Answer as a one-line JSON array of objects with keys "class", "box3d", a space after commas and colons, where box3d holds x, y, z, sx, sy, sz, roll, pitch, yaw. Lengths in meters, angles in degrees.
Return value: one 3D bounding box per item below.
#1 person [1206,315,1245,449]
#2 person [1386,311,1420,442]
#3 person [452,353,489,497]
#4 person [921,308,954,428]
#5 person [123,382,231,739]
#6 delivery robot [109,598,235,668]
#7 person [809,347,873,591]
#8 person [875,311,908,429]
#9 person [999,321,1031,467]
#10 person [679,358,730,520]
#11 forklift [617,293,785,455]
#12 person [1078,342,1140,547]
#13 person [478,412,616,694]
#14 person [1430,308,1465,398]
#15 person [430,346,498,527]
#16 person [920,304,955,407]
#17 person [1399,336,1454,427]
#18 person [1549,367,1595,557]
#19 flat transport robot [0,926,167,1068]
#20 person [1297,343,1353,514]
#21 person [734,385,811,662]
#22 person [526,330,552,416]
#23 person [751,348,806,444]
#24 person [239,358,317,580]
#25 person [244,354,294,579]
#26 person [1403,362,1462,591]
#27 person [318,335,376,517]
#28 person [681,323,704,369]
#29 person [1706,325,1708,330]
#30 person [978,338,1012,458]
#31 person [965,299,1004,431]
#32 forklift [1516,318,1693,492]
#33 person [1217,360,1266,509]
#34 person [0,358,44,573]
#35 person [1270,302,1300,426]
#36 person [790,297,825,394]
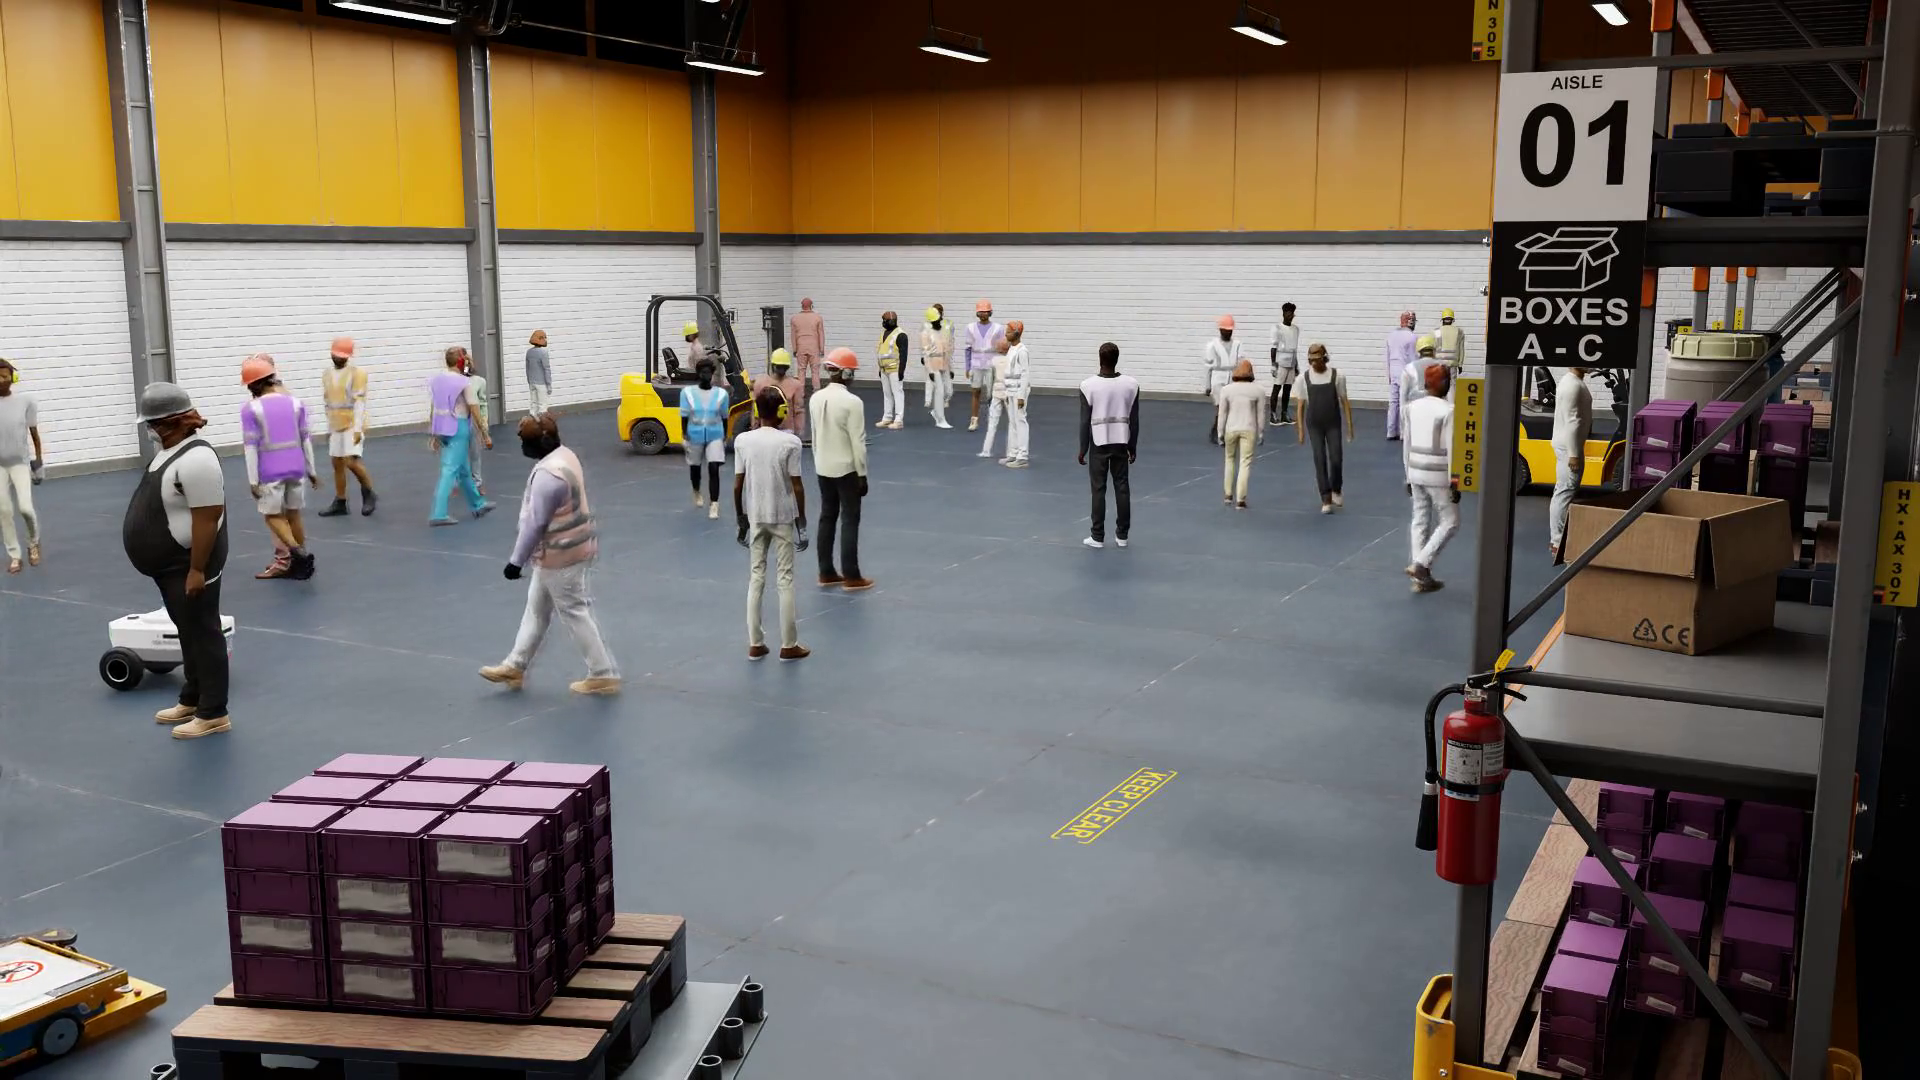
[{"class": "person", "box3d": [3.720, -2.250, 23.563, 0.545, 1.889, 0.999, -3, 10, -18]}, {"class": "person", "box3d": [6.485, -2.376, 24.219, 0.401, 1.906, 0.651, -4, 11, -22]}, {"class": "person", "box3d": [-5.591, -1.307, 18.820, 0.507, 1.631, 0.268, -5, 11, -27]}, {"class": "person", "box3d": [-0.317, -2.691, 26.105, 0.612, 1.887, 0.477, -9, 14, -43]}, {"class": "person", "box3d": [-4.462, 0.102, 9.482, 0.535, 2.000, 0.674, -7, 12, -35]}, {"class": "delivery robot", "box3d": [-5.016, 0.604, 10.603, 0.707, 0.478, 0.477, 1, 10, 6]}, {"class": "person", "box3d": [-0.960, -0.573, 13.571, 0.628, 1.985, 0.410, 9, 13, 43]}, {"class": "person", "box3d": [-1.082, -2.668, 26.111, 0.430, 1.840, 0.619, -7, 12, -36]}, {"class": "person", "box3d": [0.721, -1.872, 21.373, 0.362, 1.883, 0.575, -2, 10, -14]}, {"class": "person", "box3d": [-2.666, -1.080, 17.369, 0.527, 1.673, 0.735, -2, 10, -10]}, {"class": "forklift", "box3d": [-3.588, -2.317, 23.042, 2.313, 2.155, 1.214, -1, 10, -5]}, {"class": "person", "box3d": [1.388, -0.883, 15.541, 0.593, 1.920, 0.391, -3, 10, -14]}, {"class": "person", "box3d": [-2.548, 0.100, 10.238, 0.853, 1.784, 0.647, -2, 10, -10]}, {"class": "person", "box3d": [8.090, -2.946, 27.729, 0.602, 1.830, 0.404, 0, 10, -2]}, {"class": "person", "box3d": [-5.056, -1.065, 16.943, 0.582, 1.795, 0.972, 7, 12, 37]}, {"class": "person", "box3d": [-0.408, -3.279, 29.631, 0.625, 1.847, 0.429, 0, 10, 0]}, {"class": "person", "box3d": [5.544, -1.528, 19.732, 0.625, 1.775, 0.915, 2, 10, 9]}, {"class": "person", "box3d": [5.536, -0.806, 15.038, 0.373, 1.940, 0.628, 3, 10, 18]}, {"class": "flat transport robot", "box3d": [-3.501, 1.666, 5.546, 0.652, 0.197, 1.431, 6, 11, 29]}, {"class": "person", "box3d": [3.856, -1.184, 17.592, 0.599, 1.809, 0.504, 3, 10, 16]}, {"class": "person", "box3d": [-1.271, -0.108, 11.218, 0.535, 1.863, 0.309, 3, 10, 17]}, {"class": "person", "box3d": [-6.131, -2.248, 24.267, 0.504, 1.632, 0.269, 8, 13, 40]}, {"class": "person", "box3d": [-1.928, -1.175, 17.707, 0.560, 1.743, 0.453, -3, 10, -15]}, {"class": "person", "box3d": [-5.559, -0.559, 13.753, 0.662, 1.897, 0.649, 8, 13, 40]}, {"class": "person", "box3d": [-5.841, -0.623, 14.096, 0.401, 1.901, 0.640, -1, 10, -5]}, {"class": "person", "box3d": [3.821, -0.495, 13.425, 0.413, 1.872, 0.612, -6, 11, -31]}, {"class": "person", "box3d": [-6.364, -1.179, 17.279, 0.620, 1.909, 0.462, 5, 11, 25]}, {"class": "person", "box3d": [-3.925, -2.309, 24.346, 0.722, 1.725, 0.546, -1, 10, -6]}, {"class": "person", "box3d": [9.028, -1.715, 20.458, 0.652, 1.884, 0.741, 0, 10, 2]}, {"class": "person", "box3d": [0.550, -1.895, 22.308, 0.623, 1.614, 0.419, 5, 11, 28]}, {"class": "person", "box3d": [0.375, -2.679, 25.576, 0.609, 2.043, 0.397, 2, 10, 10]}, {"class": "forklift", "box3d": [7.066, -1.601, 18.899, 2.313, 2.155, 1.214, 5, 11, 27]}, {"class": "person", "box3d": [3.065, -1.161, 18.100, 0.506, 1.579, 0.791, 3, 10, 15]}, {"class": "person", "box3d": [-8.178, -0.637, 14.285, 0.505, 1.859, 0.405, -3, 10, -19]}, {"class": "person", "box3d": [5.197, -2.813, 26.578, 0.610, 1.963, 0.366, -7, 12, -34]}, {"class": "person", "box3d": [-2.855, -3.610, 31.348, 0.642, 1.913, 0.409, 1, 10, 7]}]
